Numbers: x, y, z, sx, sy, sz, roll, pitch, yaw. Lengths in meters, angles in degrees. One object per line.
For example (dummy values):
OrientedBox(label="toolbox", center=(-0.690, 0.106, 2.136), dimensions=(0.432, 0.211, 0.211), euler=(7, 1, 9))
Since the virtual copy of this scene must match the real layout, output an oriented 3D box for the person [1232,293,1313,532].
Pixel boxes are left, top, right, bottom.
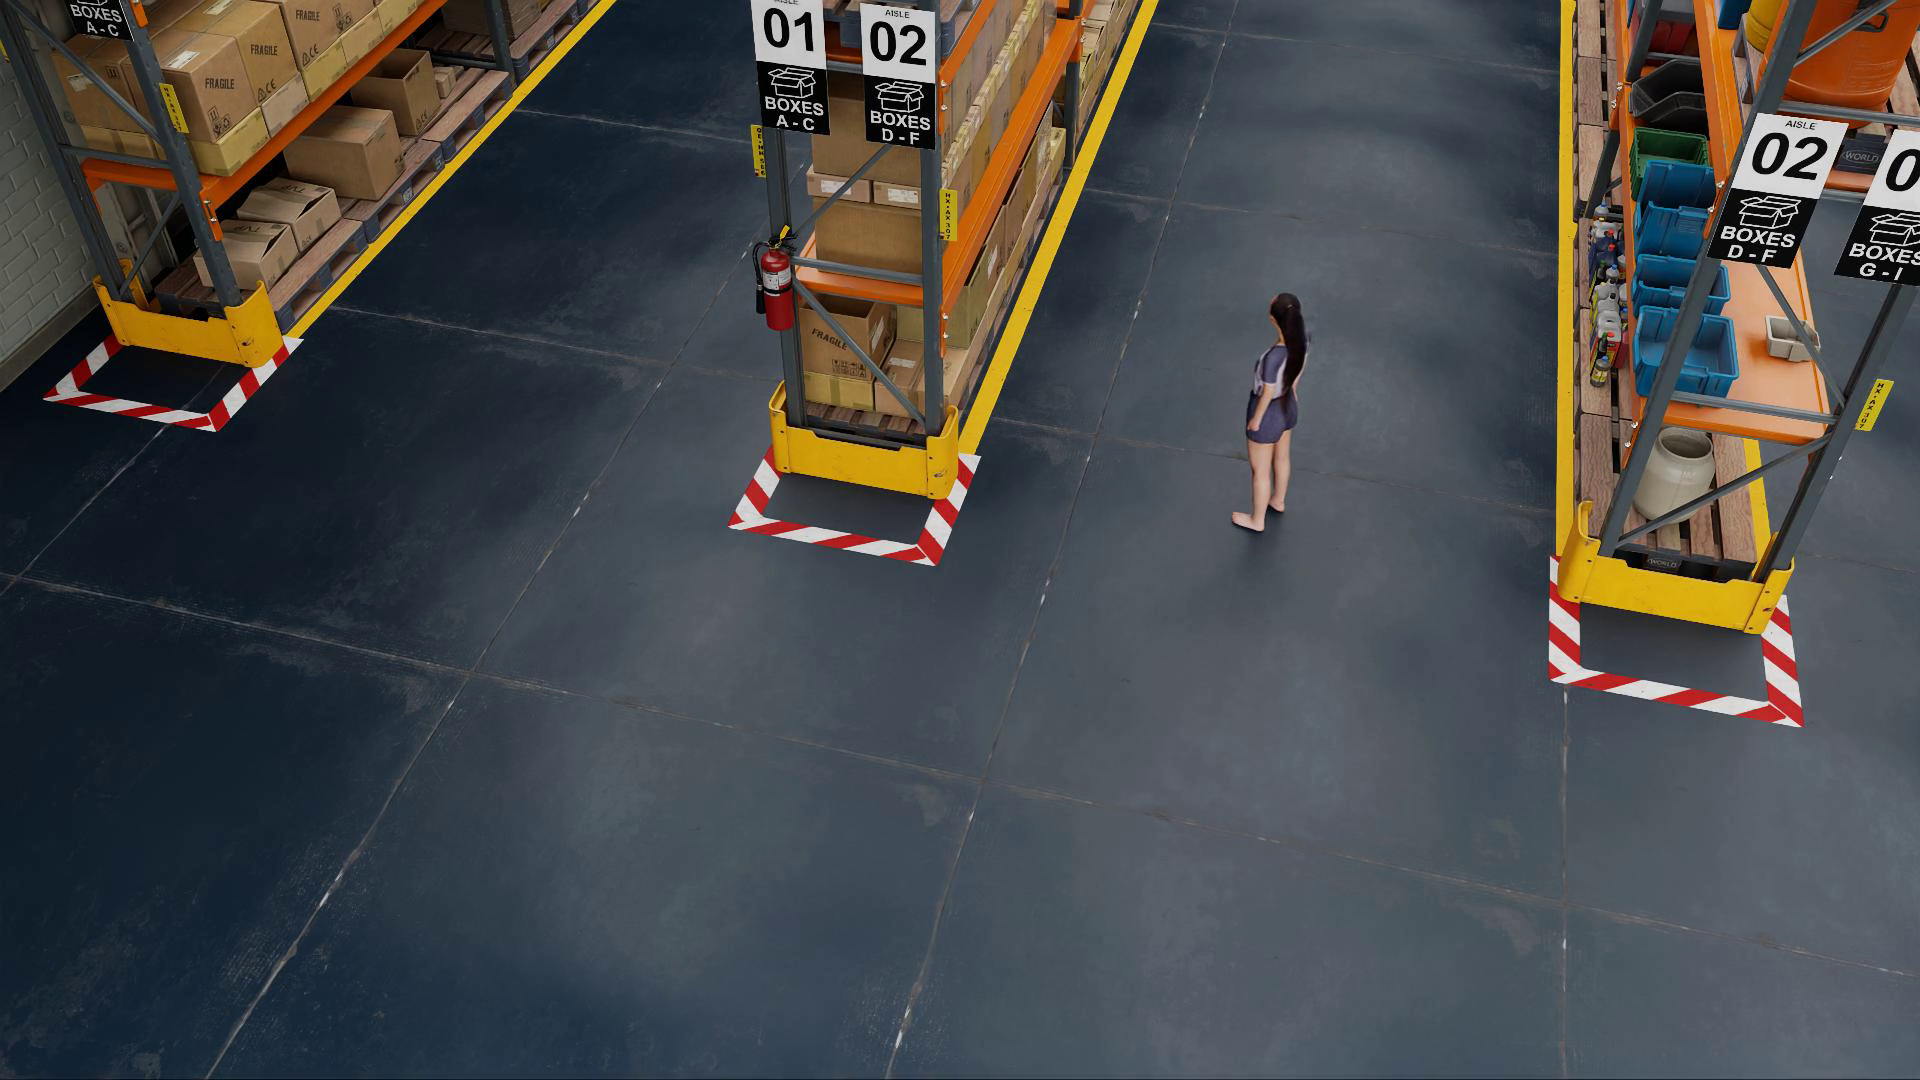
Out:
OrientedBox(label="person", center=(1.867, -0.753, 9.840), dimensions=(0.725, 1.649, 0.594), euler=(30, 51, 28))
